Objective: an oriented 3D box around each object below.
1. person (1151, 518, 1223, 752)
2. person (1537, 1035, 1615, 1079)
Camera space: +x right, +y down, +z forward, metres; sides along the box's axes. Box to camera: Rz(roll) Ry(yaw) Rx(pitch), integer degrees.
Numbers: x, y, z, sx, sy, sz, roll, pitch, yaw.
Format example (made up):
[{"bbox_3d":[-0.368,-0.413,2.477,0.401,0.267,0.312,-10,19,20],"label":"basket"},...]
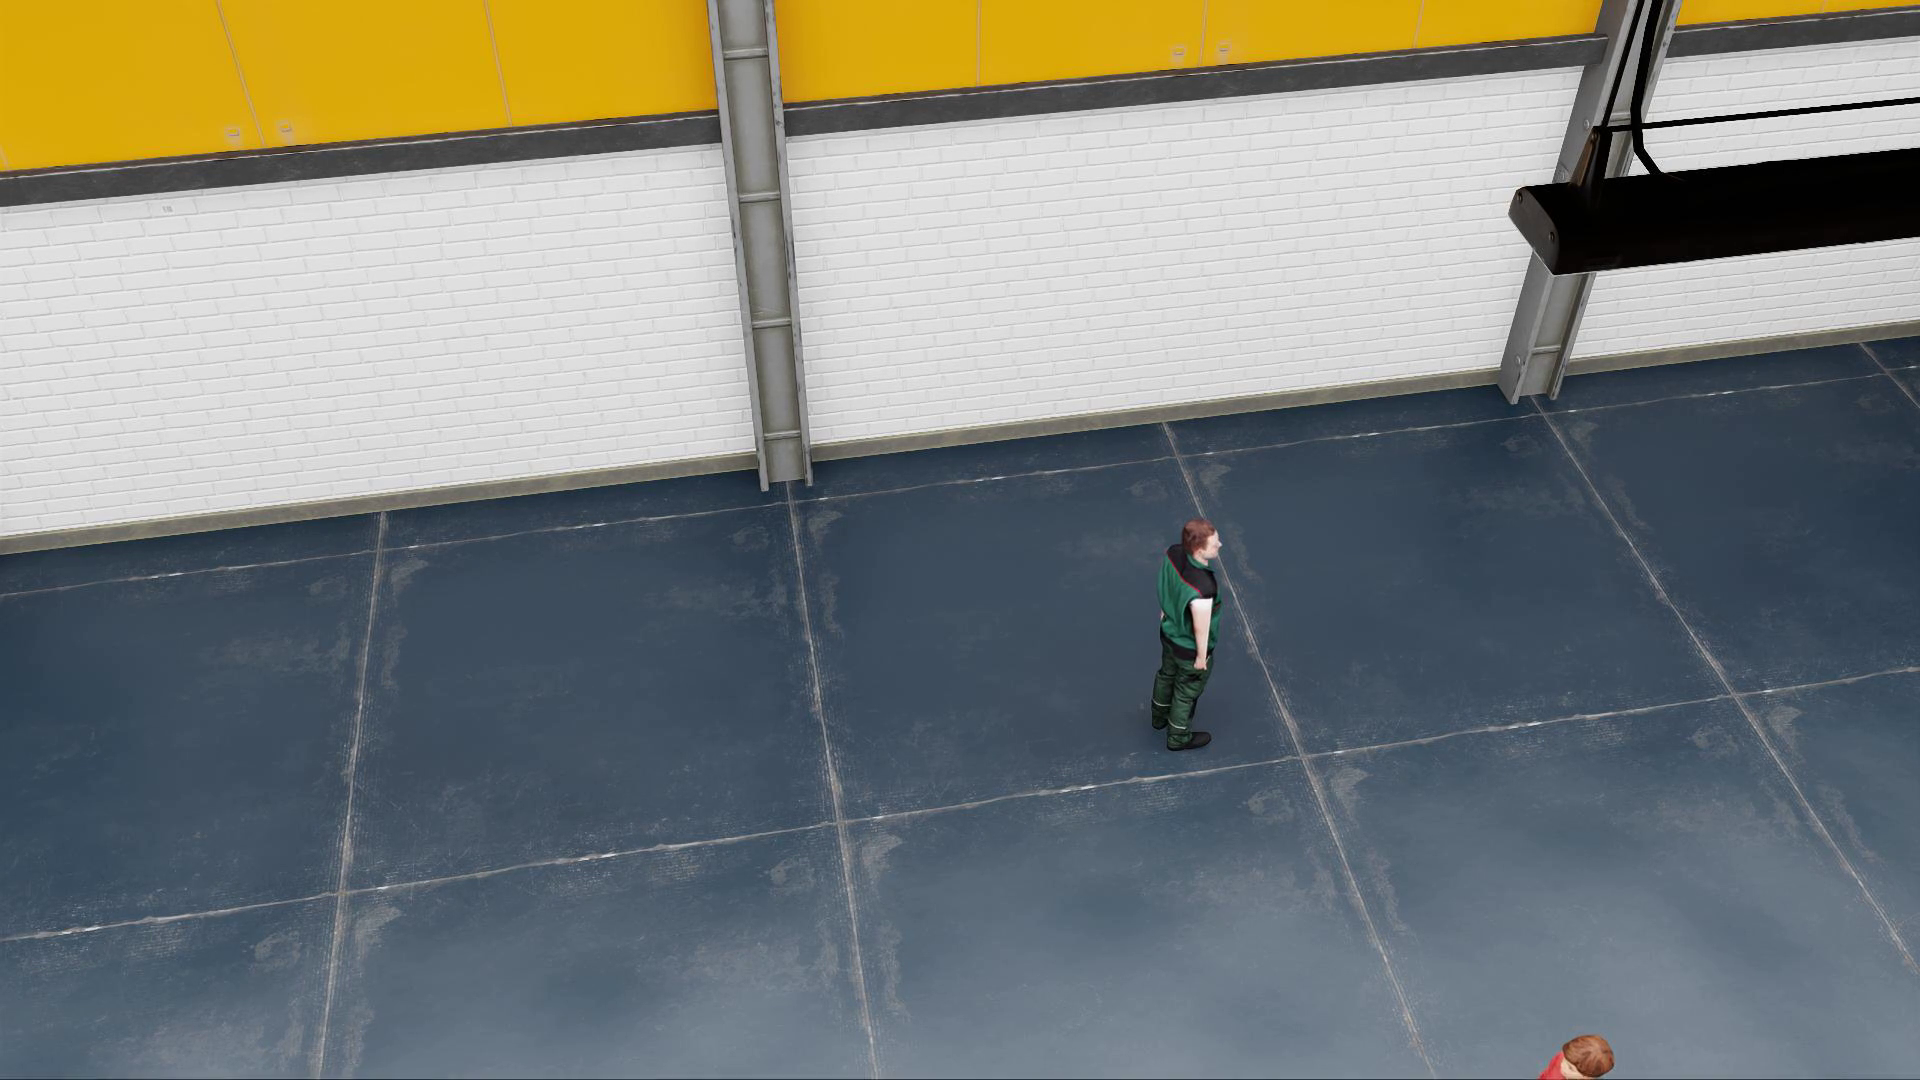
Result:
[{"bbox_3d":[1.399,0.575,10.221,0.655,1.841,0.698,-17,46,-17],"label":"person"},{"bbox_3d":[2.912,2.852,8.139,0.486,1.416,0.518,-8,44,-8],"label":"person"}]
